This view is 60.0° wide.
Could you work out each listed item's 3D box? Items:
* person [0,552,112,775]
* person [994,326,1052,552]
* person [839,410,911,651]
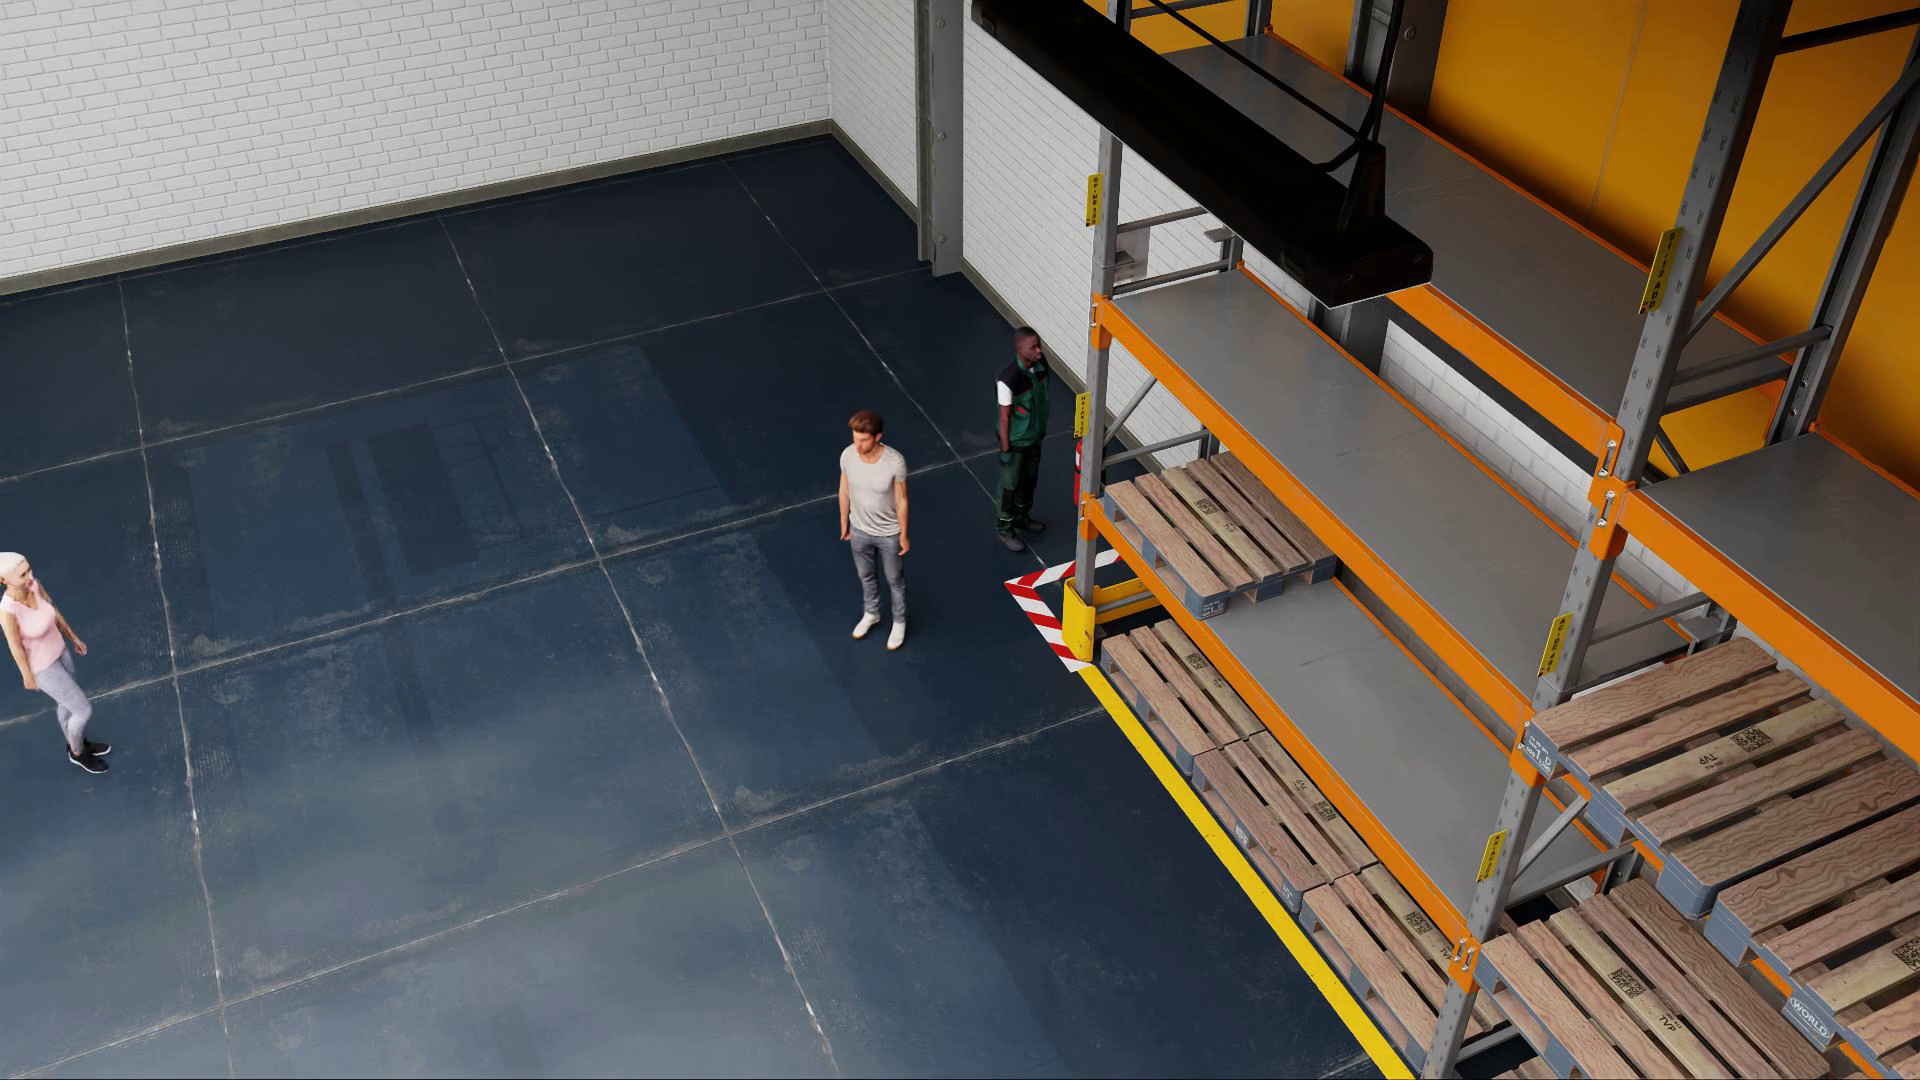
[{"bbox_3d":[-5.765,0.744,10.362,0.726,1.710,0.655,-1,39,-1],"label":"person"},{"bbox_3d":[0.448,-0.766,12.150,0.772,1.838,0.776,24,45,27],"label":"person"},{"bbox_3d":[-0.559,-0.100,11.278,0.750,1.887,0.806,12,40,15],"label":"person"}]
